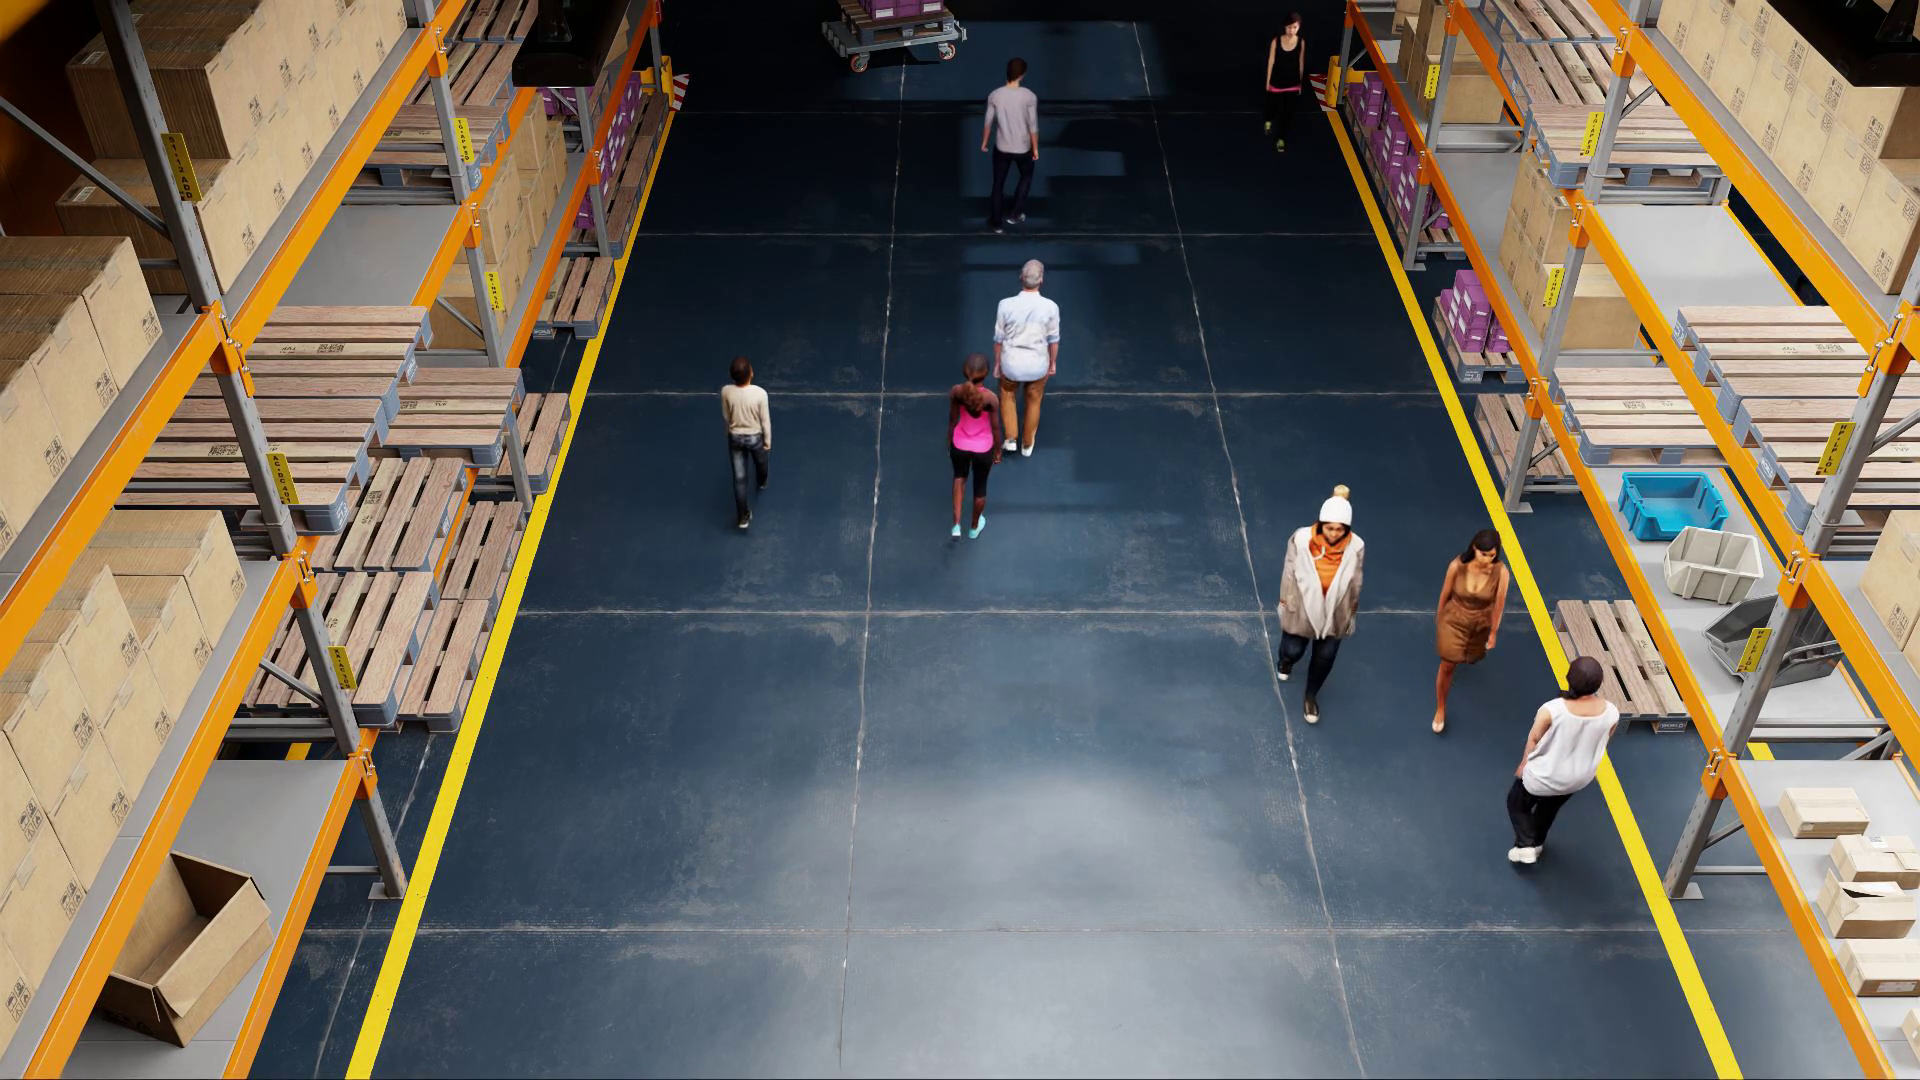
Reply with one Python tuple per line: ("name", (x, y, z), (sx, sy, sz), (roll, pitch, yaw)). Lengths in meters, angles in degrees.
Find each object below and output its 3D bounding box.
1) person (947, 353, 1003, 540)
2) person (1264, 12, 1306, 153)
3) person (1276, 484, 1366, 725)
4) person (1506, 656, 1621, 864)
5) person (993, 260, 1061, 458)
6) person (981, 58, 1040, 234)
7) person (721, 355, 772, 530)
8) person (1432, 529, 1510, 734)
("person", (0.070, -0.661, 12.806), (0.697, 1.718, 0.795), (11, 40, 13))
("person", (3.621, -5.142, 18.561), (0.557, 1.540, 0.737), (1, 39, 2))
("person", (2.458, 0.382, 11.373), (0.732, 1.878, 0.855), (3, 39, 4))
("person", (3.677, 1.409, 10.245), (0.650, 1.682, 0.690), (-1, 39, -1))
("person", (0.532, -1.426, 13.686), (0.713, 1.817, 0.667), (2, 39, 2))
("person", (0.531, -3.944, 16.829), (0.816, 1.829, 0.689), (2, 39, 3))
("person", (-1.710, -0.755, 13.158), (0.542, 1.427, 1.009), (0, 39, 0))
("person", (3.463, 0.539, 11.351), (0.720, 1.660, 1.009), (11, 40, 13))
